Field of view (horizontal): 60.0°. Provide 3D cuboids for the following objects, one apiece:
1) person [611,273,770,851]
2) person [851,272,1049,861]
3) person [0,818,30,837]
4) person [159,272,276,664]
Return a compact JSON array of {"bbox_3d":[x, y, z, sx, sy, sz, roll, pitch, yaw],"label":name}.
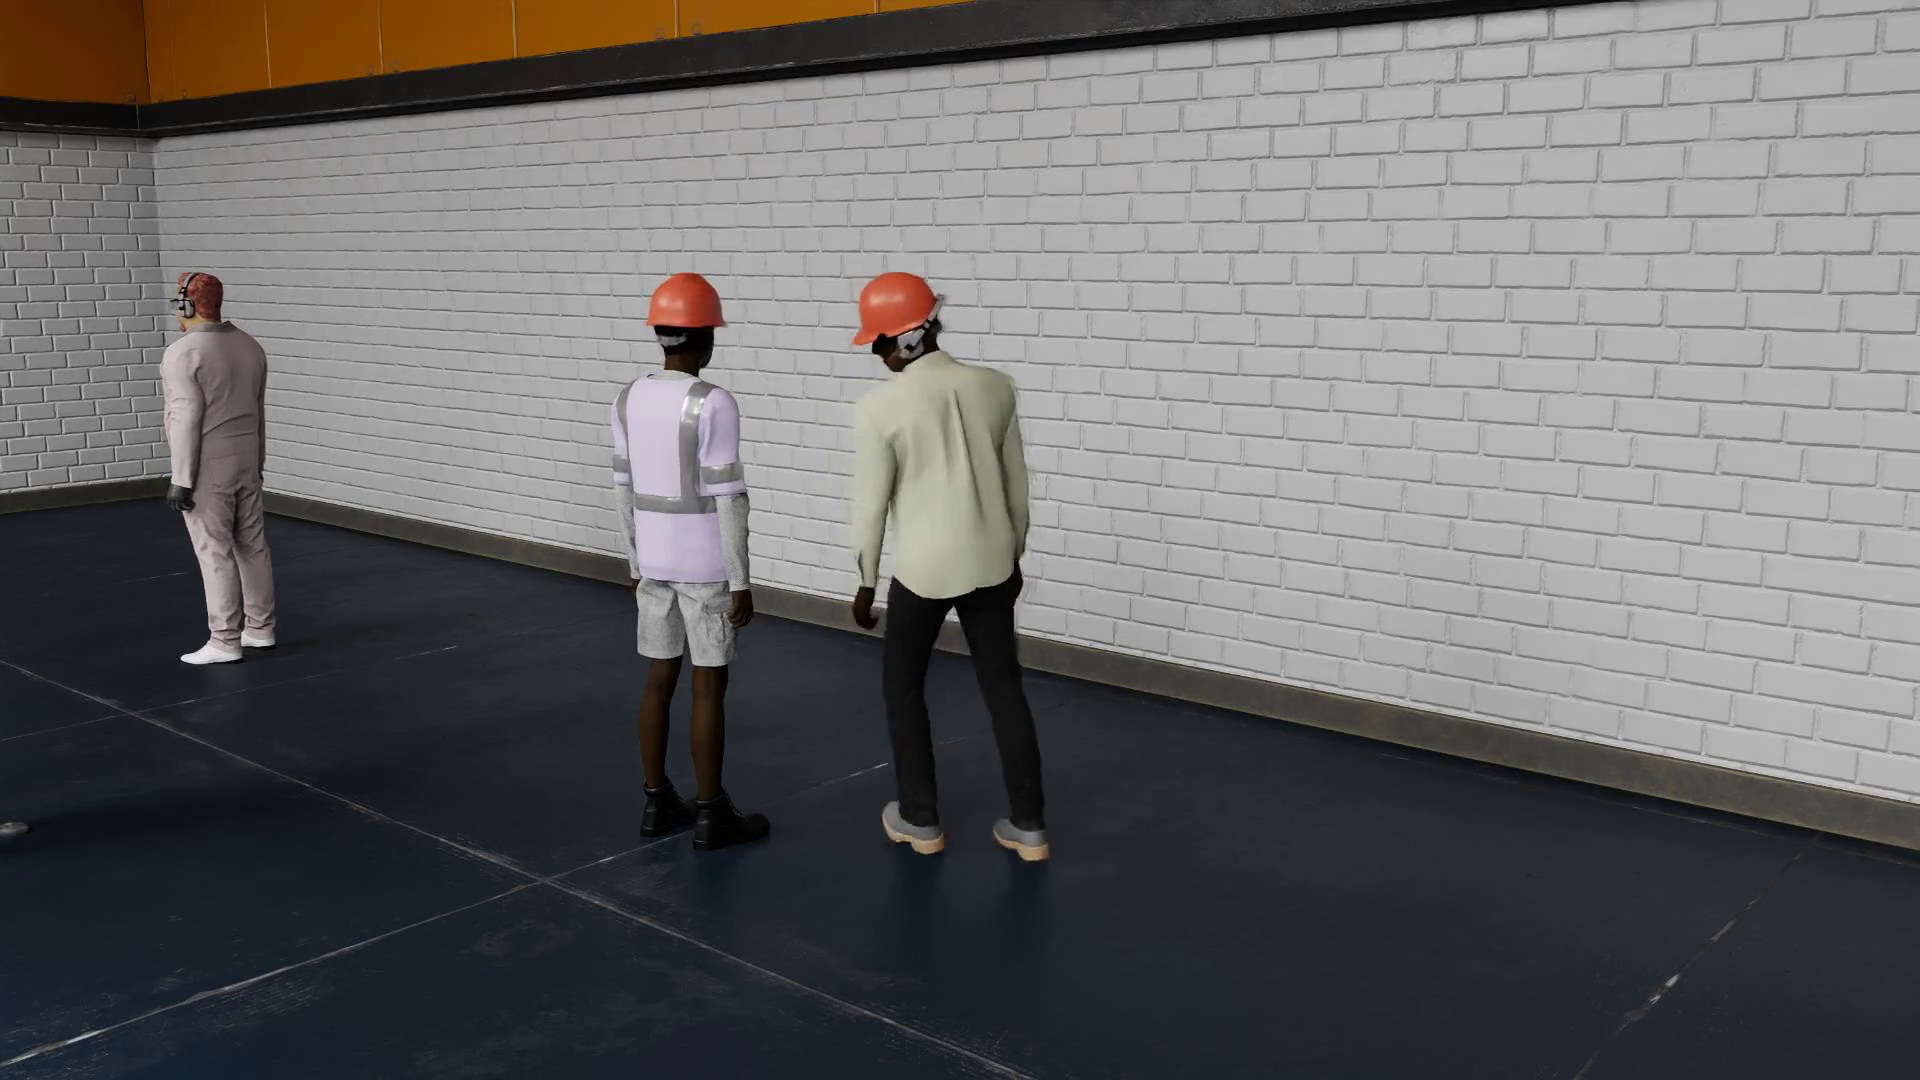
[{"bbox_3d":[-0.905,0.078,5.632,0.552,1.936,0.362,7,12,35],"label":"person"},{"bbox_3d":[-0.042,0.101,5.465,0.655,1.942,0.593,-6,11,-29],"label":"person"},{"bbox_3d":[-3.365,0.189,5.478,0.304,1.772,0.525,0,10,-2],"label":"person"},{"bbox_3d":[-3.655,-0.346,8.135,0.401,1.907,0.646,2,10,13],"label":"person"}]
